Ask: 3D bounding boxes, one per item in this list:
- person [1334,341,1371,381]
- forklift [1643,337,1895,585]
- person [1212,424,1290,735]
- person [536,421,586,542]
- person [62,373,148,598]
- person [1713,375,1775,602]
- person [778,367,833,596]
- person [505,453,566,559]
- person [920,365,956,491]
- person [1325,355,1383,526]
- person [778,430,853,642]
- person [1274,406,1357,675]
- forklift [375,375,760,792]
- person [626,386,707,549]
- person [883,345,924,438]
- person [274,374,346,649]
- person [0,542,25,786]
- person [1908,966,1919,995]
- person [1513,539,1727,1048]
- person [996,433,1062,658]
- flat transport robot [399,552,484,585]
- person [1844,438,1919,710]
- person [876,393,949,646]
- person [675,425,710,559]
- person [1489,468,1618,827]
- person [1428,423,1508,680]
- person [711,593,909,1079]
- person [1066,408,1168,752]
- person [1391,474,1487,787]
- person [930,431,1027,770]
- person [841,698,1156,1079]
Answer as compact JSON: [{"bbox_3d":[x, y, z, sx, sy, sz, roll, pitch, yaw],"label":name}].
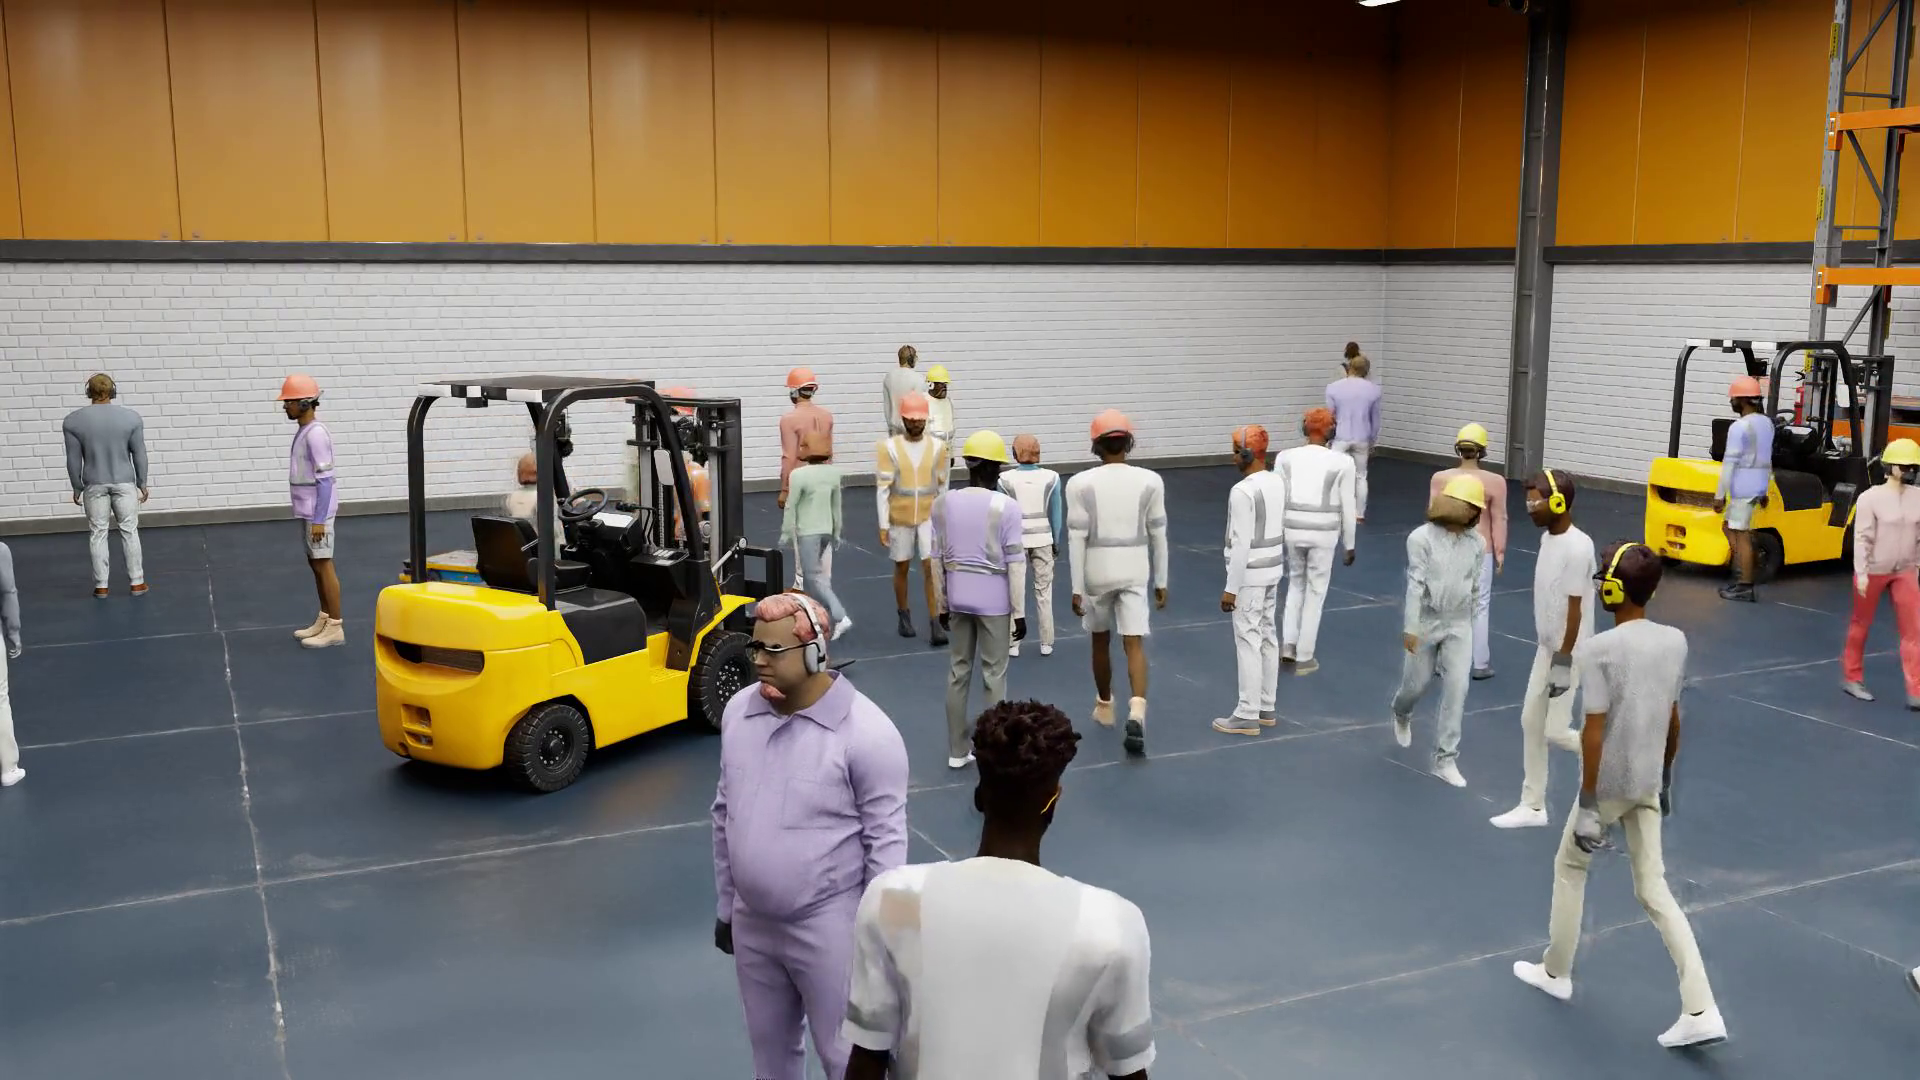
[{"bbox_3d":[5.485,-1.867,23.313,0.511,1.846,0.382,2,9,10],"label":"person"},{"bbox_3d":[7.551,-0.789,15.507,2.313,2.155,1.214,-4,10,-25],"label":"forklift"},{"bbox_3d":[1.767,0.237,10.091,0.356,1.887,0.573,7,11,36],"label":"person"},{"bbox_3d":[-2.824,0.057,11.543,0.880,1.821,0.628,-1,9,-8],"label":"person"},{"bbox_3d":[-7.313,-0.466,14.294,0.632,1.940,0.372,-4,10,-24],"label":"person"},{"bbox_3d":[6.600,-0.433,14.131,0.578,1.920,0.530,-7,12,-38],"label":"person"},{"bbox_3d":[-1.330,-0.478,14.194,0.396,1.992,0.622,7,11,37],"label":"person"},{"bbox_3d":[-2.899,0.219,11.137,0.521,1.602,0.839,9,13,43],"label":"person"},{"bbox_3d":[-0.258,-0.928,17.527,0.596,1.825,0.403,-8,12,-42],"label":"person"},{"bbox_3d":[4.281,-1.080,18.262,0.638,1.901,0.609,0,9,1],"label":"person"},{"bbox_3d":[-1.086,-0.039,12.684,0.780,1.602,0.513,7,12,38],"label":"person"},{"bbox_3d":[2.463,0.001,11.600,0.573,1.866,0.491,6,11,33],"label":"person"},{"bbox_3d":[-2.268,0.149,9.685,1.214,2.155,2.313,6,11,32],"label":"forklift"},{"bbox_3d":[-2.296,-0.205,12.692,0.773,1.949,0.392,2,9,12],"label":"person"},{"bbox_3d":[-0.632,-1.336,19.691,0.636,1.939,0.364,8,12,41],"label":"person"},{"bbox_3d":[-4.850,-0.213,12.401,0.390,2.040,0.614,-5,10,-29],"label":"person"},{"bbox_3d":[-5.354,0.543,8.975,0.507,1.631,0.266,-5,10,-27],"label":"person"},{"bbox_3d":[3.775,1.024,5.983,0.365,1.626,0.534,7,12,37],"label":"person"},{"bbox_3d":[2.471,0.911,6.091,0.530,1.838,0.936,-4,10,-22],"label":"person"},{"bbox_3d":[0.490,0.046,12.052,0.511,1.638,0.307,-2,9,-9],"label":"person"},{"bbox_3d":[-4.241,0.272,14.872,1.431,0.197,0.652,4,10,24],"label":"flat transport robot"},{"bbox_3d":[5.971,0.227,10.582,0.548,1.729,0.834,-1,9,-6],"label":"person"},{"bbox_3d":[-0.341,-0.146,12.448,0.571,1.889,0.954,-2,9,-11],"label":"person"},{"bbox_3d":[-1.904,-0.014,12.258,0.377,1.679,0.551,-3,10,-20],"label":"person"},{"bbox_3d":[3.056,0.557,8.256,0.676,1.839,0.546,-1,9,-4],"label":"person"},{"bbox_3d":[3.490,0.079,11.454,0.533,1.765,0.330,5,10,27],"label":"person"},{"bbox_3d":[-0.465,1.087,4.756,0.648,1.907,0.401,6,11,33],"label":"person"},{"bbox_3d":[0.937,0.223,9.851,0.619,2.006,0.987,-1,9,-4],"label":"person"},{"bbox_3d":[2.661,0.457,9.280,0.486,1.702,0.736,-1,9,-6],"label":"person"},{"bbox_3d":[0.118,0.352,9.279,0.584,1.919,0.381,6,11,31],"label":"person"},{"bbox_3d":[0.087,1.277,3.506,0.640,1.926,0.817,2,9,11],"label":"person"}]
